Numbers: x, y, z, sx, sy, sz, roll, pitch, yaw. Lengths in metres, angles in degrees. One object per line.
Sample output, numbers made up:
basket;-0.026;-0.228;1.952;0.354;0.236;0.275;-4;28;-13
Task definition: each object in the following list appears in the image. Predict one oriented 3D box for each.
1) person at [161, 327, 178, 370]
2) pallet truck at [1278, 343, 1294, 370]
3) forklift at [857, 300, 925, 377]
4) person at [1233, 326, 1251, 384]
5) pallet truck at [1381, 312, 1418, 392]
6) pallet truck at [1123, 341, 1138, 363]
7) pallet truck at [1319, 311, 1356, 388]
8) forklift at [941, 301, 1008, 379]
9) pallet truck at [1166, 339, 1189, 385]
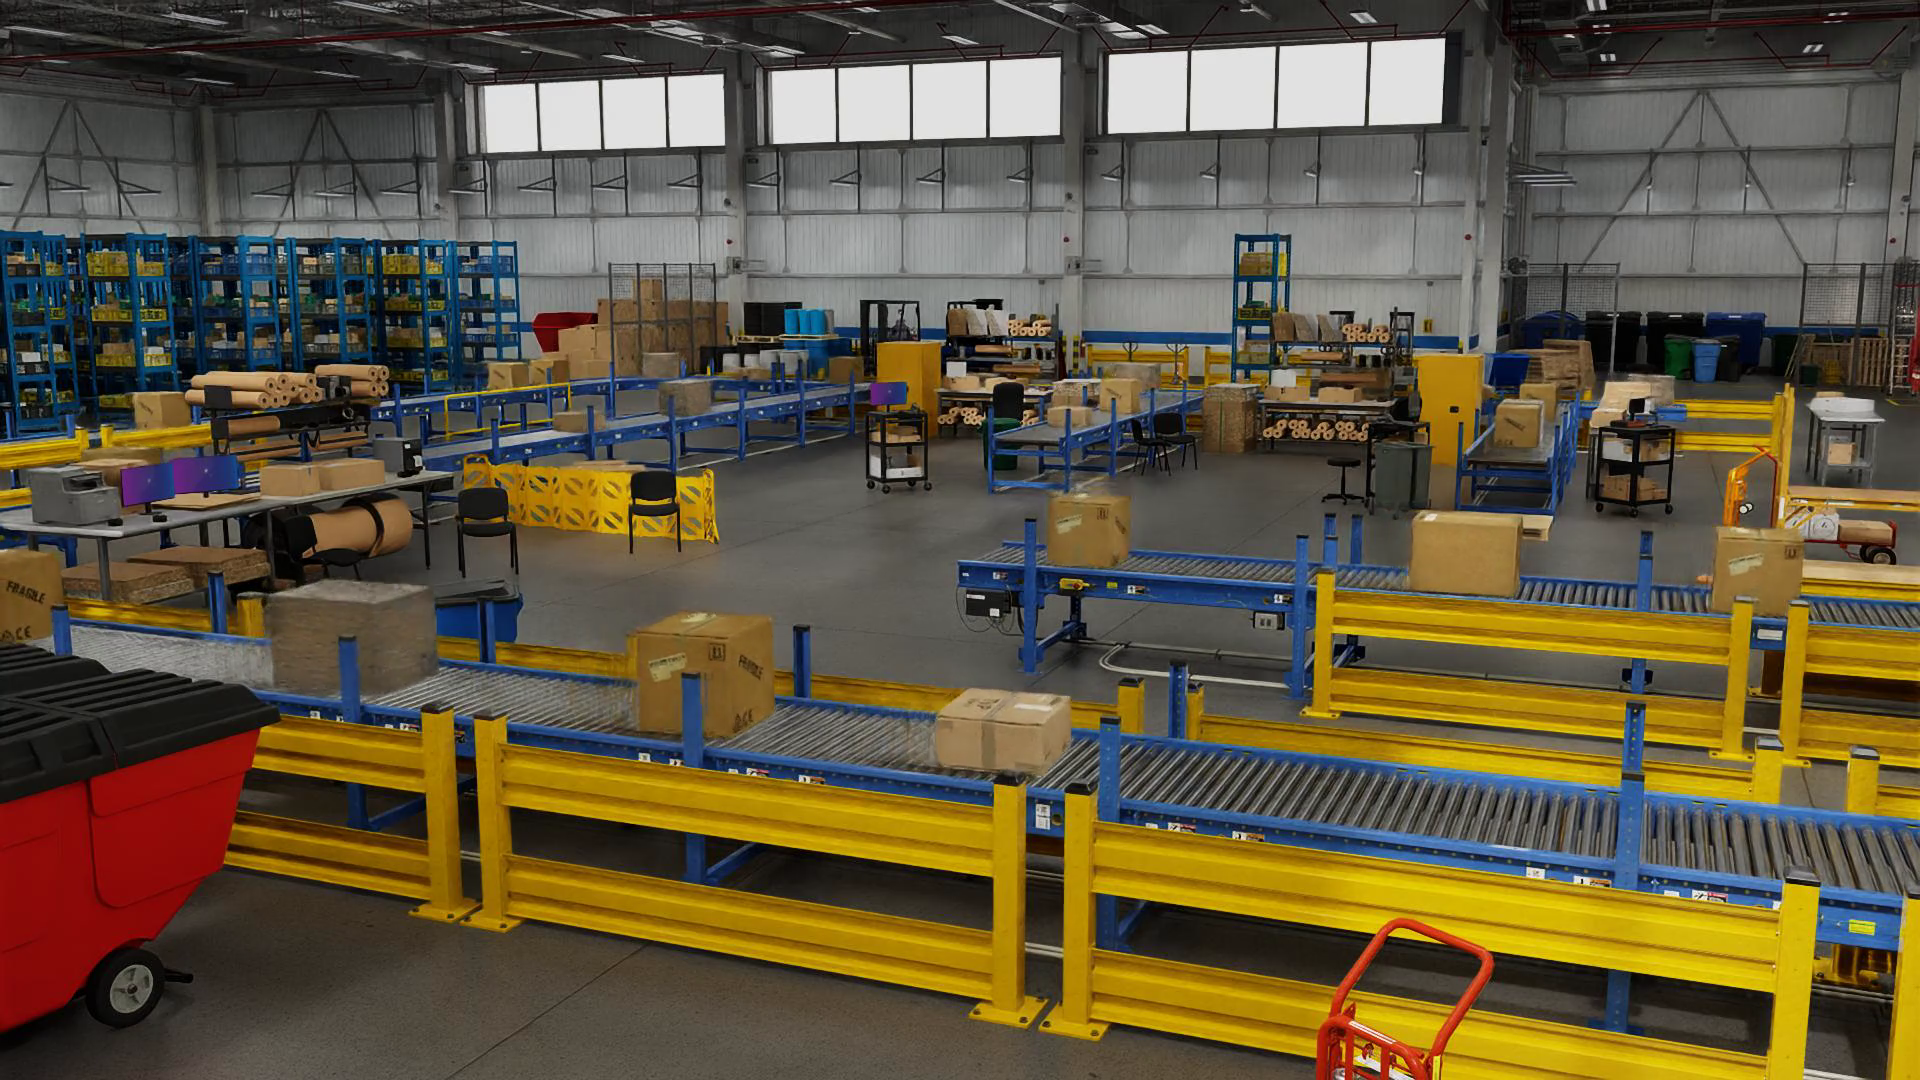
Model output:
person;-17.673;-4.025;37.286;0.576;1.842;0.389;9;13;43
pallet truck;7.886;-4.163;39.743;0.653;1.274;1.630;4;10;22
forklift;-1.732;-5.109;42.468;1.157;1.987;2.680;4;10;22
person;6.685;-4.416;39.592;0.550;1.859;0.676;5;11;30
pallet truck;10.207;-4.283;38.369;0.823;1.965;1.885;3;10;20
pallet truck;4.445;-4.380;41.279;0.680;1.201;1.601;4;10;22
pallet truck;9.071;-4.419;39.190;0.823;1.965;1.885;5;10;26
forklift;0.365;-4.966;41.571;1.157;1.987;2.680;3;10;20
pallet truck;5.418;-4.269;40.420;0.704;1.261;1.522;3;10;20
